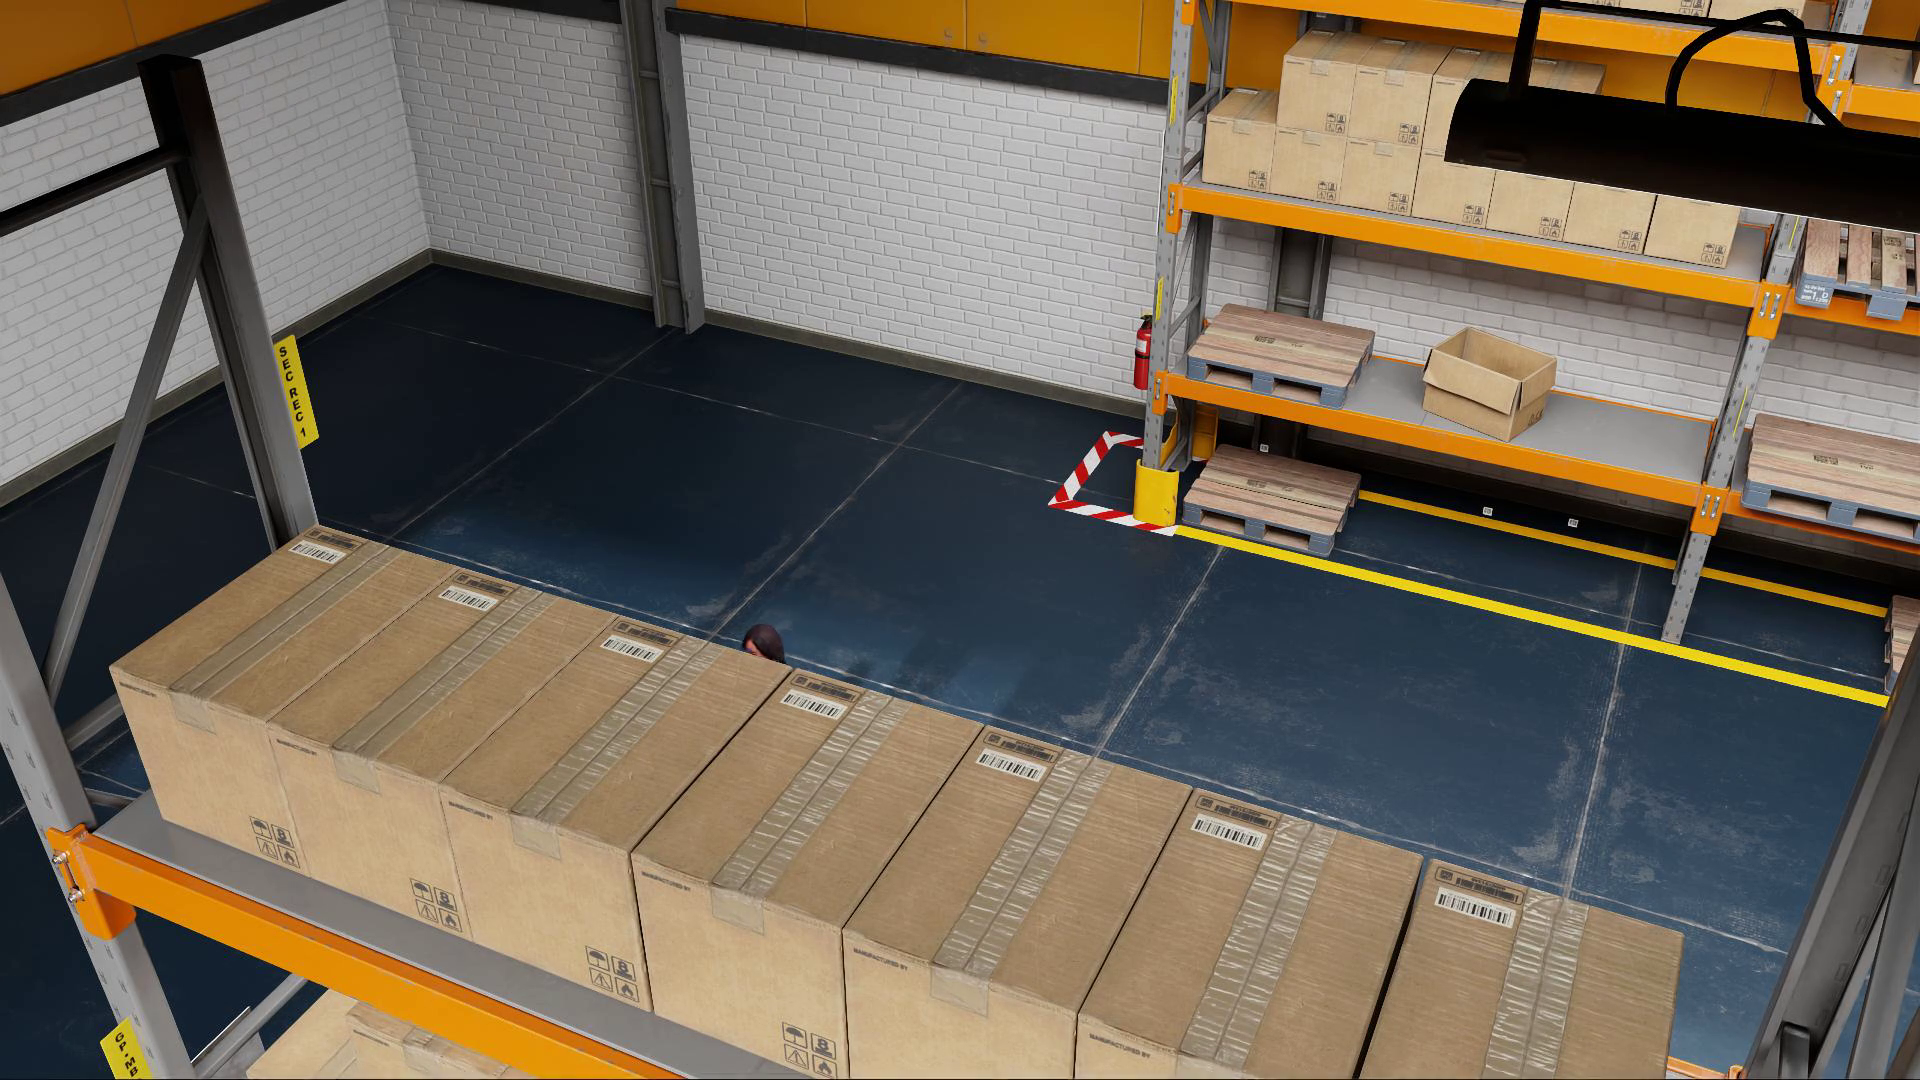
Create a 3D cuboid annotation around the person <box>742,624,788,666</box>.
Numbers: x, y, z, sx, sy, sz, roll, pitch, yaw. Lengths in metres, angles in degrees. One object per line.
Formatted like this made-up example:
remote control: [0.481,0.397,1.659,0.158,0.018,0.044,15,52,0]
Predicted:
person: [-1.036,1.193,9.775,1.121,1.693,0.698,12,35,17]
